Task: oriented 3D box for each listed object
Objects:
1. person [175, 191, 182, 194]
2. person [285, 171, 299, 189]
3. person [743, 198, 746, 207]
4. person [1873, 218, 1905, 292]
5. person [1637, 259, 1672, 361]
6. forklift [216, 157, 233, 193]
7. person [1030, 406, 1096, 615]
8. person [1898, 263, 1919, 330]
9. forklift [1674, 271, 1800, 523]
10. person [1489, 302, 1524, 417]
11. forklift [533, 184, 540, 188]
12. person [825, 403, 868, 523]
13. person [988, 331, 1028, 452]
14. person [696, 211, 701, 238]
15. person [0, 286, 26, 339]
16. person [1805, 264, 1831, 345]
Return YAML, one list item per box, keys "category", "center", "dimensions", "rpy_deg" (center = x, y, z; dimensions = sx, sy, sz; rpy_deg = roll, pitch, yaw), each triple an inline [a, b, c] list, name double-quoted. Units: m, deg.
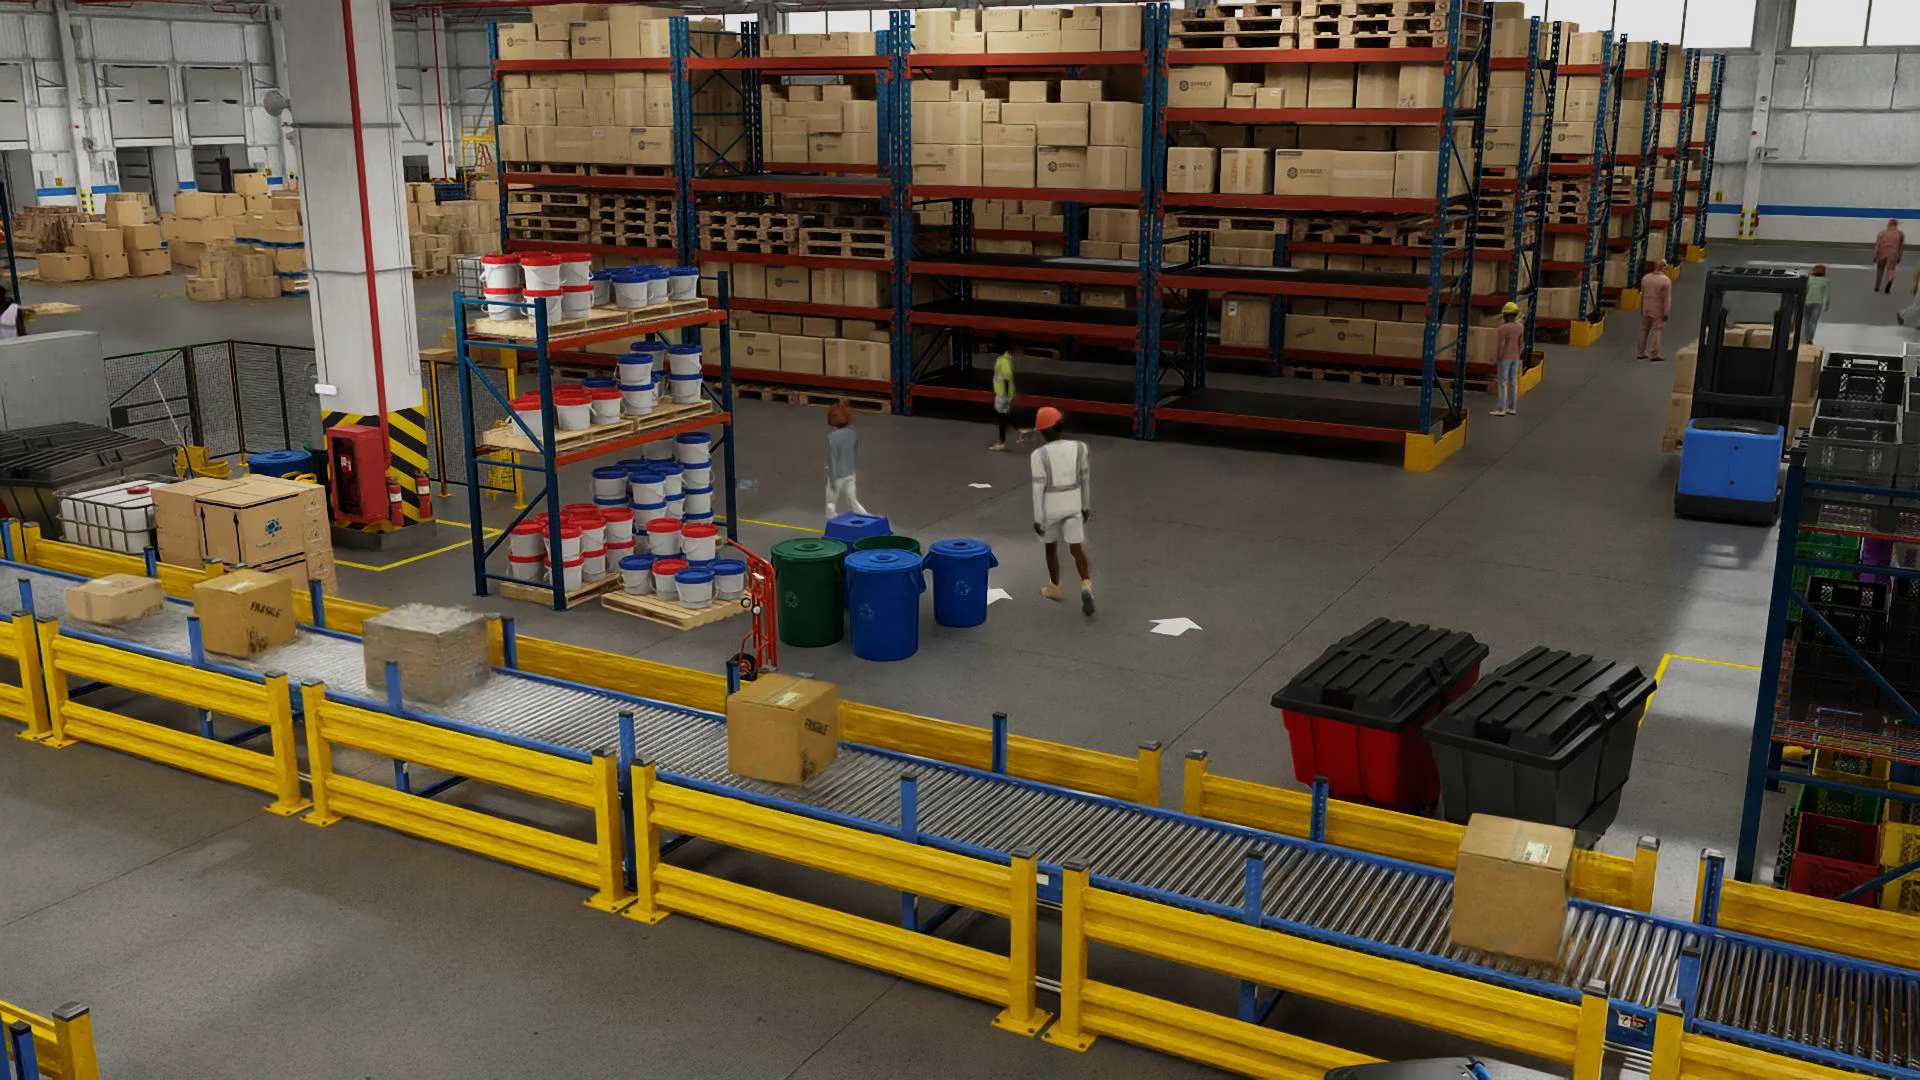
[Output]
- category: "person"
  center: [-25.198, -10.405, 54.096]
  dimensions: [0.635, 1.909, 0.948]
  rpy_deg: [6, 16, 22]
- category: "person"
  center: [-27.279, -14.123, 68.044]
  dimensions: [0.587, 1.922, 0.390]
  rpy_deg: [-9, 17, -31]
- category: "person"
  center: [-6.618, -9.739, 51.765]
  dimensions: [0.630, 1.811, 0.875]
  rpy_deg: [1, 15, 4]
- category: "person"
  center: [23.495, -7.194, 42.084]
  dimensions: [0.658, 1.878, 0.779]
  rpy_deg: [7, 16, 24]
- category: "person"
  center: [13.043, -4.305, 31.170]
  dimensions: [0.399, 1.900, 0.645]
  rpy_deg: [-8, 17, -29]
- category: "forklift"
  center: [-25.124, -11.701, 57.087]
  dimensions: [1.873, 2.768, 1.129]
  rpy_deg: [-6, 16, -21]
- category: "person"
  center: [0.992, -0.285, 15.902]
  dimensions: [0.649, 1.986, 0.946]
  rpy_deg: [-5, 16, -18]
- category: "person"
  center: [20.404, -5.356, 35.290]
  dimensions: [0.593, 1.813, 0.644]
  rpy_deg: [-8, 17, -27]
- category: "forklift"
  center: [9.269, -1.763, 19.726]
  dimensions: [1.129, 2.768, 1.873]
  rpy_deg: [8, 17, 27]
- category: "person"
  center: [8.468, -2.798, 25.758]
  dimensions: [0.534, 1.766, 0.318]
  rpy_deg: [-9, 17, -29]
- category: "forklift"
  center: [-16.107, -13.583, 64.162]
  dimensions: [1.873, 2.768, 1.129]
  rpy_deg: [6, 16, 22]
- category: "person"
  center: [-1.244, -0.699, 18.163]
  dimensions: [0.737, 1.613, 0.503]
  rpy_deg: [12, 19, 38]
- category: "person"
  center: [0.662, -2.060, 23.115]
  dimensions: [0.471, 1.685, 0.543]
  rpy_deg: [0, 15, 0]
- category: "person"
  center: [-7.498, -8.555, 47.125]
  dimensions: [0.643, 1.918, 0.862]
  rpy_deg: [4, 15, 15]
- category: "person"
  center: [-15.549, -3.222, 27.155]
  dimensions: [0.609, 1.863, 0.993]
  rpy_deg: [0, 15, 0]
- category: "person"
  center: [17.153, -4.728, 33.344]
  dimensions: [0.525, 1.588, 0.851]
  rpy_deg: [12, 19, 38]
